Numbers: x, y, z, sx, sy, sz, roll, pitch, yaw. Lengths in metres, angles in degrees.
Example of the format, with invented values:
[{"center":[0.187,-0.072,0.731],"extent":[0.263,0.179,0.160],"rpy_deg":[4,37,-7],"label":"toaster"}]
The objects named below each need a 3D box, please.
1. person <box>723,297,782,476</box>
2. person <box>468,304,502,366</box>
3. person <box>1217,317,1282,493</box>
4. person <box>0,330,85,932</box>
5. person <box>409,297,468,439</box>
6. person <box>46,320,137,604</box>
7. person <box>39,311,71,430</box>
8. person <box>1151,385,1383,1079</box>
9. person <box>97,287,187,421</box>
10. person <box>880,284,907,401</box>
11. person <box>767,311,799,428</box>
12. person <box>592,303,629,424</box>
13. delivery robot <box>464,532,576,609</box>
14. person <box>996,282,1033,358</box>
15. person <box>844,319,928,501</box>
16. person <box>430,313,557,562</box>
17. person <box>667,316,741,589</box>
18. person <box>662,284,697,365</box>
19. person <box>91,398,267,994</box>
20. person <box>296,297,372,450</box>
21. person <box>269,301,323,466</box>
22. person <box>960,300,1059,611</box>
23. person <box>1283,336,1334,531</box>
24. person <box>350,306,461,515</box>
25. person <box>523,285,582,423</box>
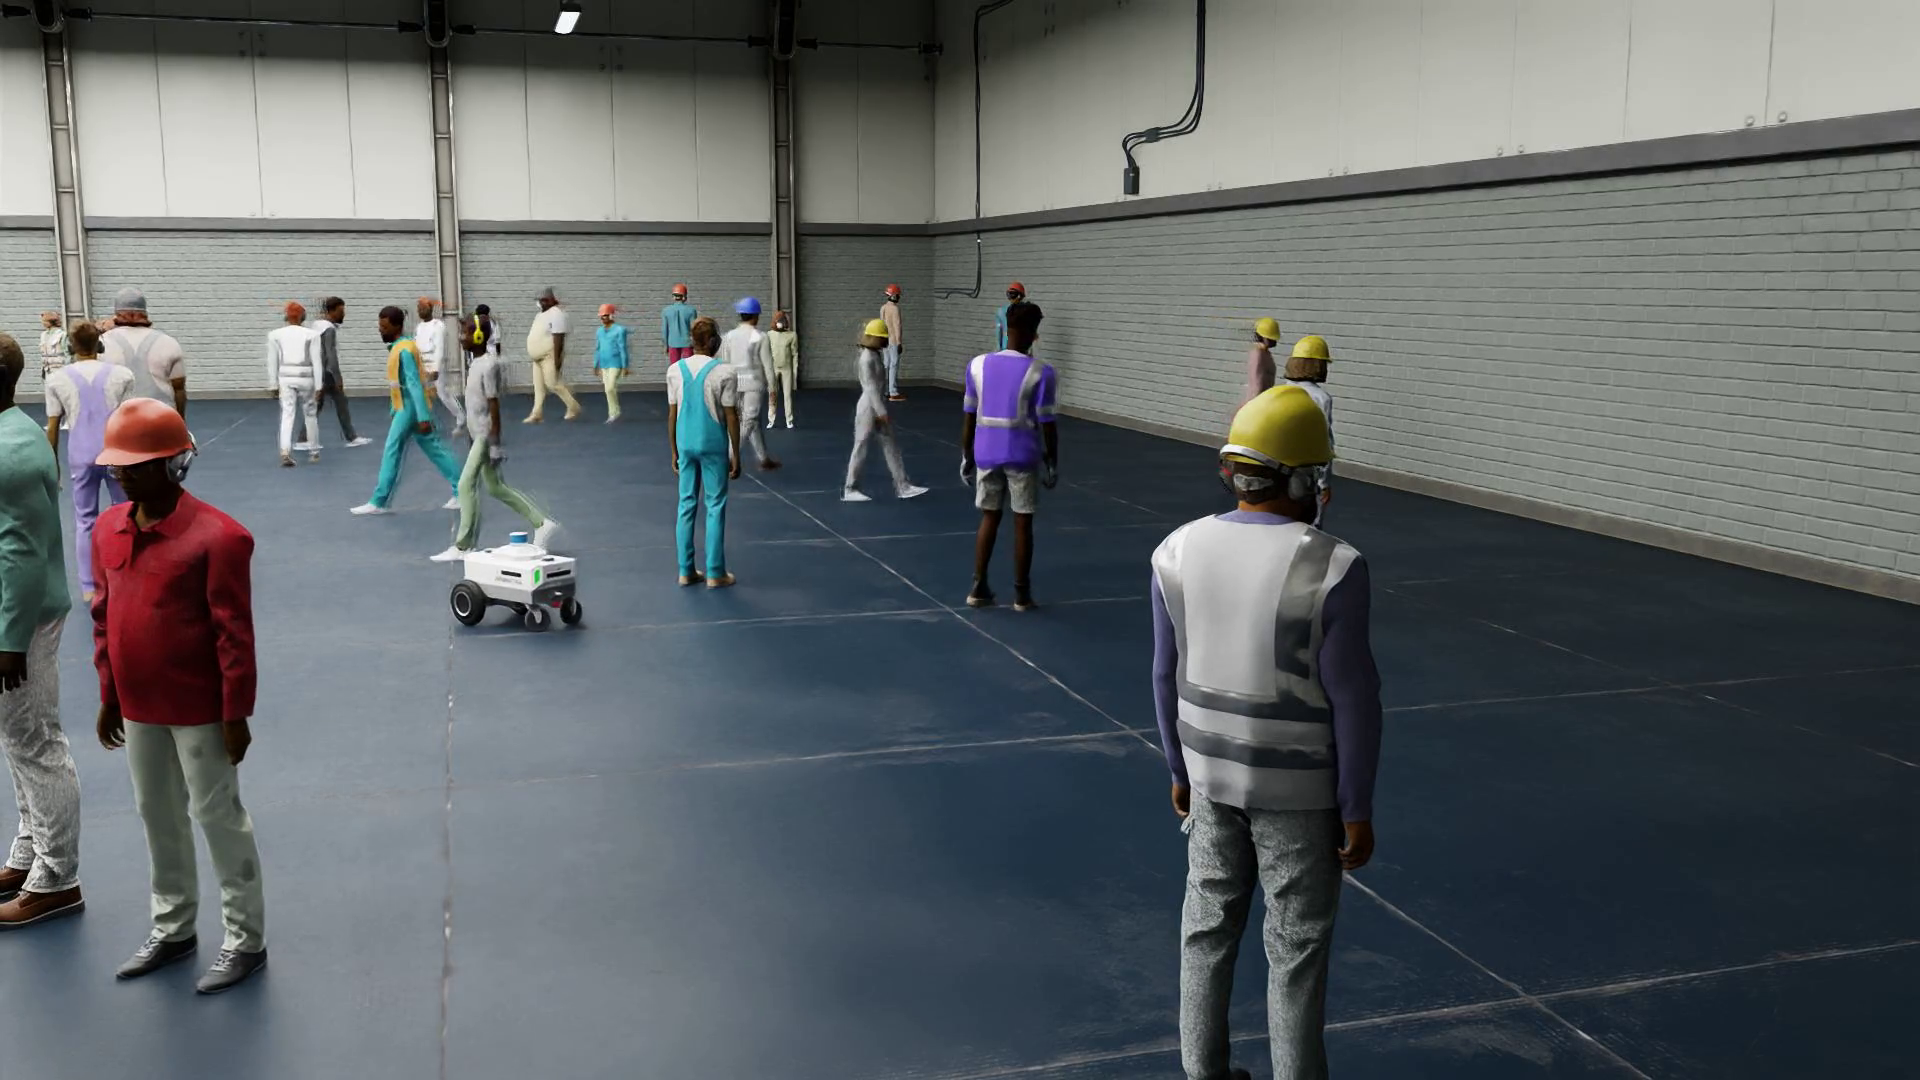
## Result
[{"center":[-2.254,-1.634,17.701],"extent":[0.611,1.907,1.007],"rpy_deg":[7,11,38],"label":"person"},{"center":[-7.507,-2.871,26.253],"extent":[0.546,1.689,0.322],"rpy_deg":[-1,9,-3],"label":"person"},{"center":[2.839,-1.286,16.019],"extent":[0.642,1.721,0.585],"rpy_deg":[3,10,21],"label":"person"},{"center":[-3.079,0.275,5.376],"extent":[0.372,1.940,0.630],"rpy_deg":[-6,11,-36],"label":"person"},{"center":[-6.911,-2.265,21.864],"extent":[0.573,1.854,0.941],"rpy_deg":[6,10,32],"label":"person"},{"center":[-5.416,-0.466,10.485],"extent":[0.577,1.820,0.784],"rpy_deg":[-5,10,-27],"label":"person"},{"center":[-12.497,-2.336,22.993],"extent":[0.522,1.636,0.309],"rpy_deg":[4,10,23],"label":"person"},{"center":[0.734,0.552,3.945],"extent":[0.590,1.833,0.404],"rpy_deg":[8,12,42],"label":"person"},{"center":[-6.383,-0.963,12.948],"extent":[0.696,2.000,0.590],"rpy_deg":[-5,10,-29],"label":"person"},{"center":[-1.157,-3.385,28.546],"extent":[0.388,1.992,0.625],"rpy_deg":[-5,10,-30],"label":"person"},{"center":[-2.506,-2.369,23.218],"extent":[0.507,1.632,0.276],"rpy_deg":[-1,9,-4],"label":"person"},{"center":[-5.023,-2.503,23.739],"extent":[0.586,1.732,0.466],"rpy_deg":[6,11,34],"label":"person"},{"center":[-2.638,0.197,9.976],"extent":[0.707,0.478,0.477],"rpy_deg":[6,11,35],"label":"delivery robot"},{"center":[0.846,-2.875,25.176],"extent":[0.605,2.034,0.397],"rpy_deg":[5,10,30],"label":"person"},{"center":[-0.698,-1.194,15.502],"extent":[0.869,1.697,0.498],"rpy_deg":[2,9,12],"label":"person"},{"center":[-3.485,-0.766,12.358],"extent":[0.888,1.840,0.526],"rpy_deg":[-4,10,-23],"label":"person"},{"center":[-1.715,-0.583,11.198],"extent":[0.509,1.836,0.359],"rpy_deg":[3,9,16],"label":"person"},{"center":[-4.629,-3.242,27.636],"extent":[0.611,1.995,0.381],"rpy_deg":[1,9,6],"label":"person"},{"center":[-2.306,0.457,4.849],"extent":[0.571,1.744,0.358],"rpy_deg":[4,10,22],"label":"person"},{"center":[-7.663,-2.021,20.254],"extent":[0.973,1.863,0.622],"rpy_deg":[-3,9,-19],"label":"person"},{"center":[-7.467,-1.756,18.678],"extent":[0.584,1.848,0.947],"rpy_deg":[-1,9,-8],"label":"person"},{"center":[0.324,-0.514,10.377],"extent":[0.634,1.946,0.462],"rpy_deg":[4,10,26],"label":"person"},{"center":[2.094,-0.370,10.135],"extent":[0.321,1.736,0.487],"rpy_deg":[-6,11,-32],"label":"person"},{"center":[-4.880,-1.156,14.809],"extent":[1.052,1.855,0.634],"rpy_deg":[-3,9,-18],"label":"person"},{"center":[-5.967,-2.712,24.111],"extent":[0.720,2.000,0.712],"rpy_deg":[-7,11,-37],"label":"person"}]
